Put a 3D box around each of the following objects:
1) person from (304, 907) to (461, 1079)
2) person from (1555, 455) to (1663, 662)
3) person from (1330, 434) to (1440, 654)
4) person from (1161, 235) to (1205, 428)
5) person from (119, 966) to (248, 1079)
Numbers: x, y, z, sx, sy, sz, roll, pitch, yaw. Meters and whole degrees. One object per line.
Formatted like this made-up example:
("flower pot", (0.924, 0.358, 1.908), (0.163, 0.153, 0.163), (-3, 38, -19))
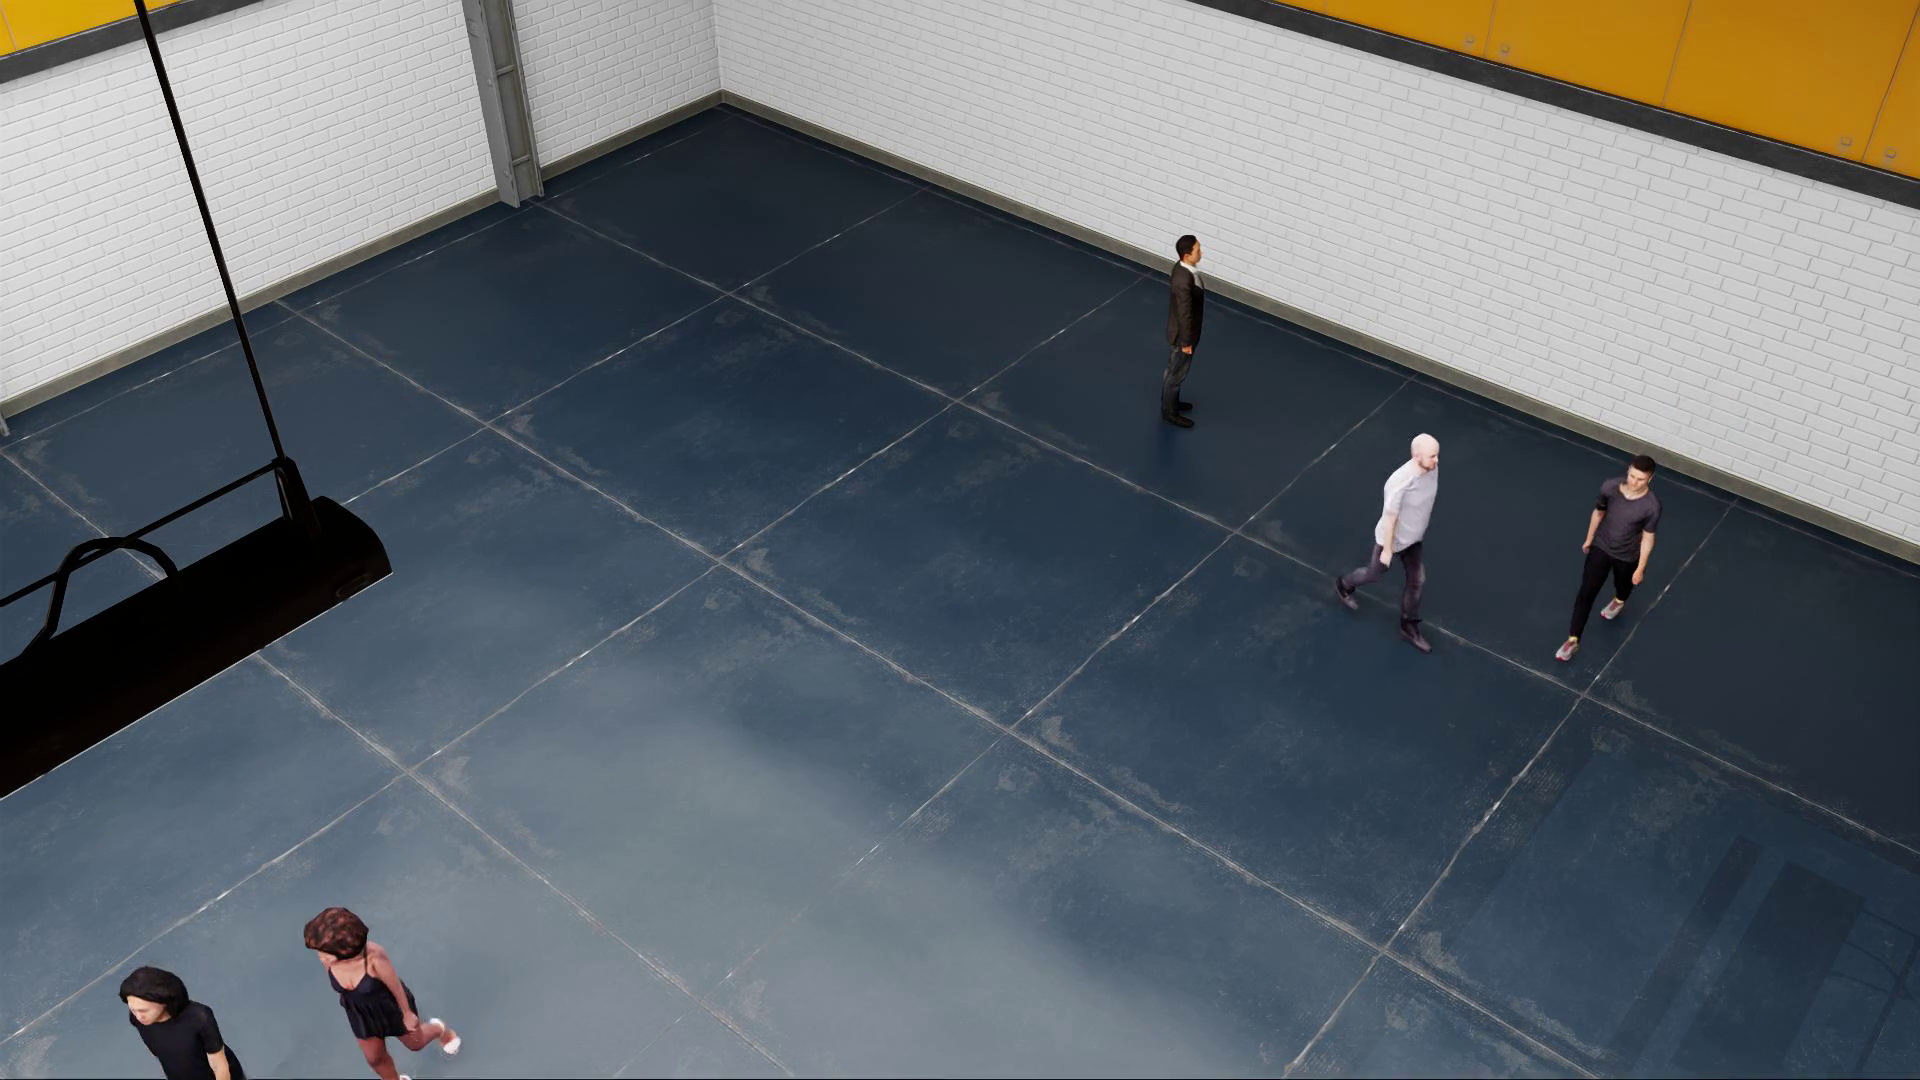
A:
("person", (-3.130, 2.498, 9.066), (0.862, 1.756, 0.975), (1, 39, 1))
("person", (4.841, 0.045, 12.170), (0.656, 1.715, 1.154), (29, 47, 31))
("person", (3.165, -0.061, 12.231), (1.179, 1.805, 0.942), (-27, 46, -30))
("person", (1.928, -1.834, 14.451), (0.805, 1.805, 0.703), (2, 39, 3))
("person", (-3.924, 2.735, 8.735), (1.028, 1.799, 1.156), (1, 39, 2))
